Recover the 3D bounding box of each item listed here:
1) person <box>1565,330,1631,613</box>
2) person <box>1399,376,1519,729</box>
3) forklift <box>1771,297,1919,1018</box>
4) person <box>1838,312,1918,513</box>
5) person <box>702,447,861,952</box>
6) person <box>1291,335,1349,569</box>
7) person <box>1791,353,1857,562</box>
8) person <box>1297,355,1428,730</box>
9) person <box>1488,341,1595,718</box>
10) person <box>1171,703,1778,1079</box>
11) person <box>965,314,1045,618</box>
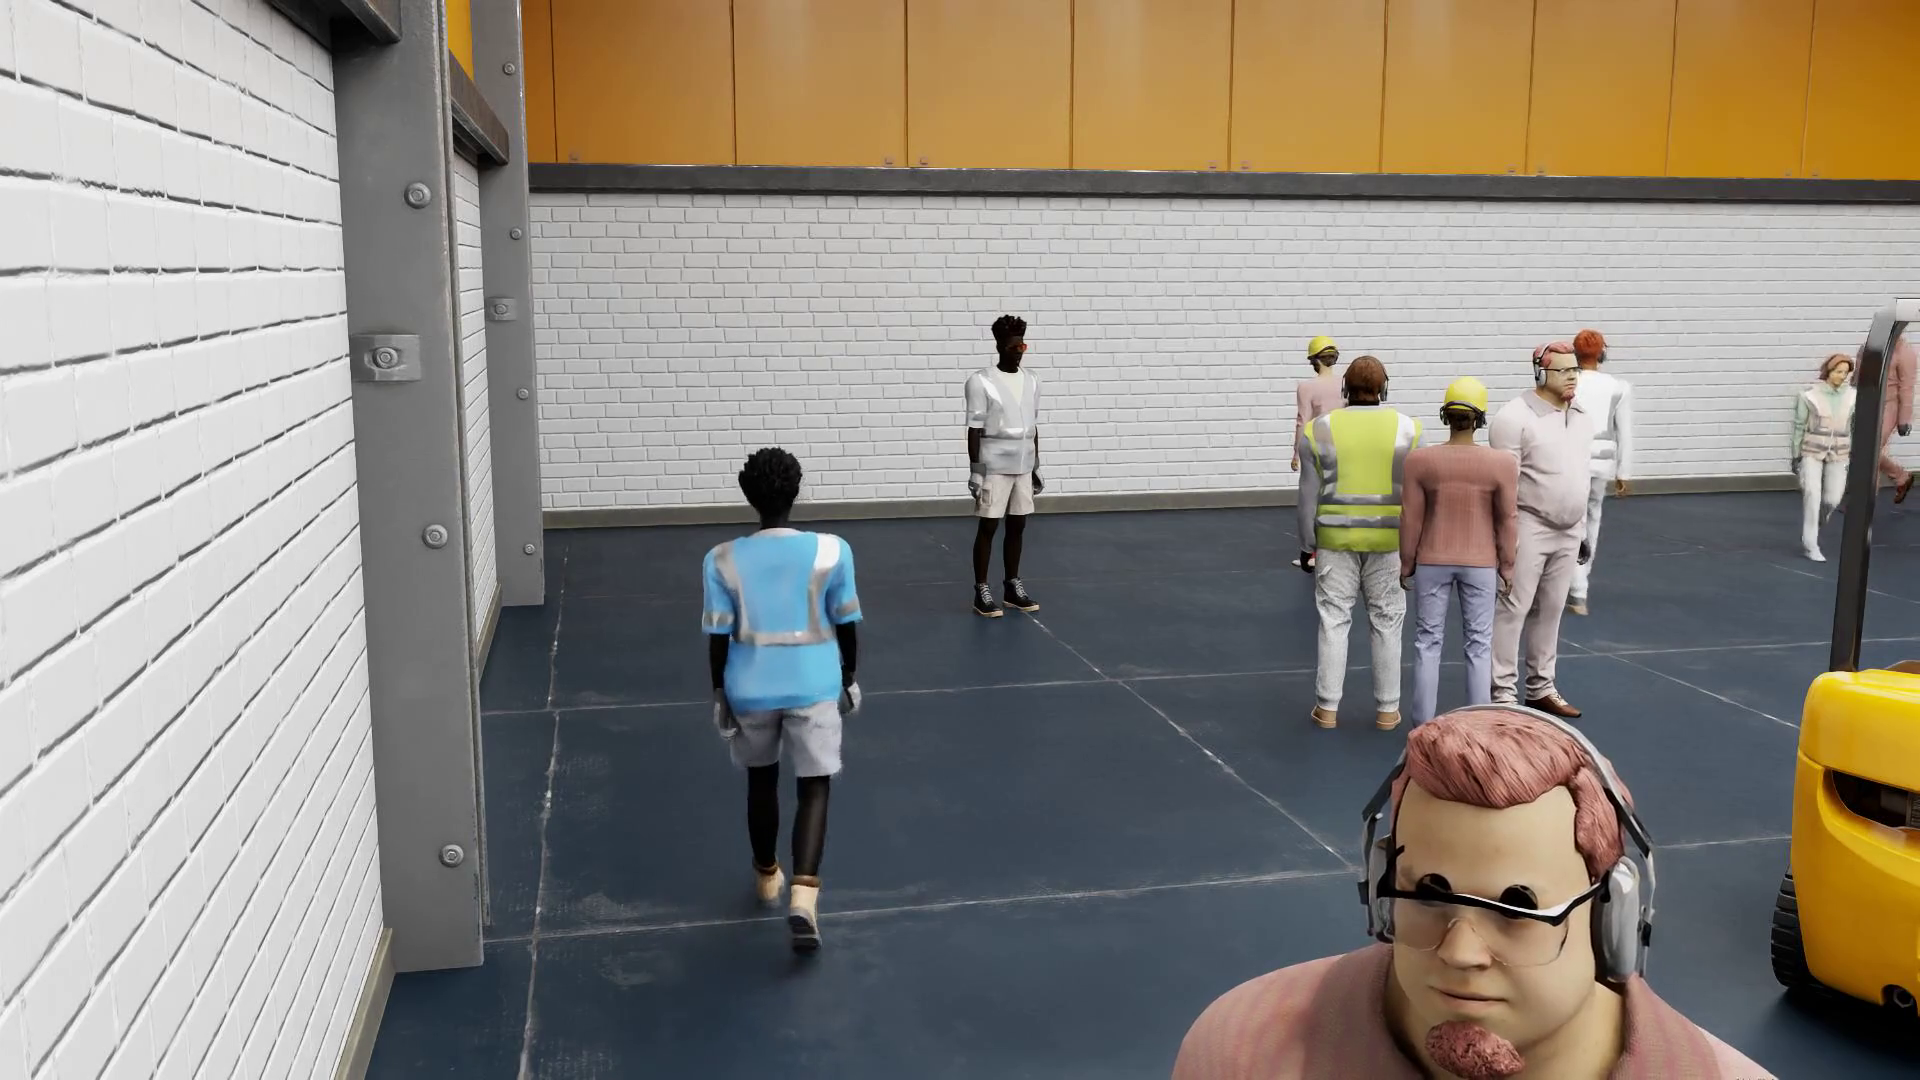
[{"bbox_3d":[4.136,-0.479,11.178,0.591,1.840,0.920,0,9,3],"label":"person"},{"bbox_3d":[2.322,0.120,7.780,0.534,1.767,0.313,3,10,18],"label":"person"},{"bbox_3d":[3.542,0.334,5.177,2.313,2.155,1.214,-9,13,-43],"label":"forklift"},{"bbox_3d":[8.531,-1.175,15.347,0.770,1.874,0.652,-1,9,-9],"label":"person"},{"bbox_3d":[-0.606,0.520,5.627,0.535,1.670,0.780,0,9,1],"label":"person"},{"bbox_3d":[2.737,-0.662,12.571,0.523,1.760,0.328,-4,10,-22],"label":"person"},{"bbox_3d":[6.730,-0.658,12.979,0.524,1.614,0.580,1,9,8],"label":"person"},{"bbox_3d":[1.962,0.020,8.165,0.624,1.844,0.429,2,9,10],"label":"person"},{"bbox_3d":[2.919,-0.033,8.287,0.641,1.910,0.401,-5,11,-28],"label":"person"},{"bbox_3d":[0.442,1.079,1.509,0.638,1.910,0.407,4,10,25],"label":"person"},{"bbox_3d":[0.303,-0.485,10.856,0.613,1.963,0.362,-7,12,-38],"label":"person"}]
